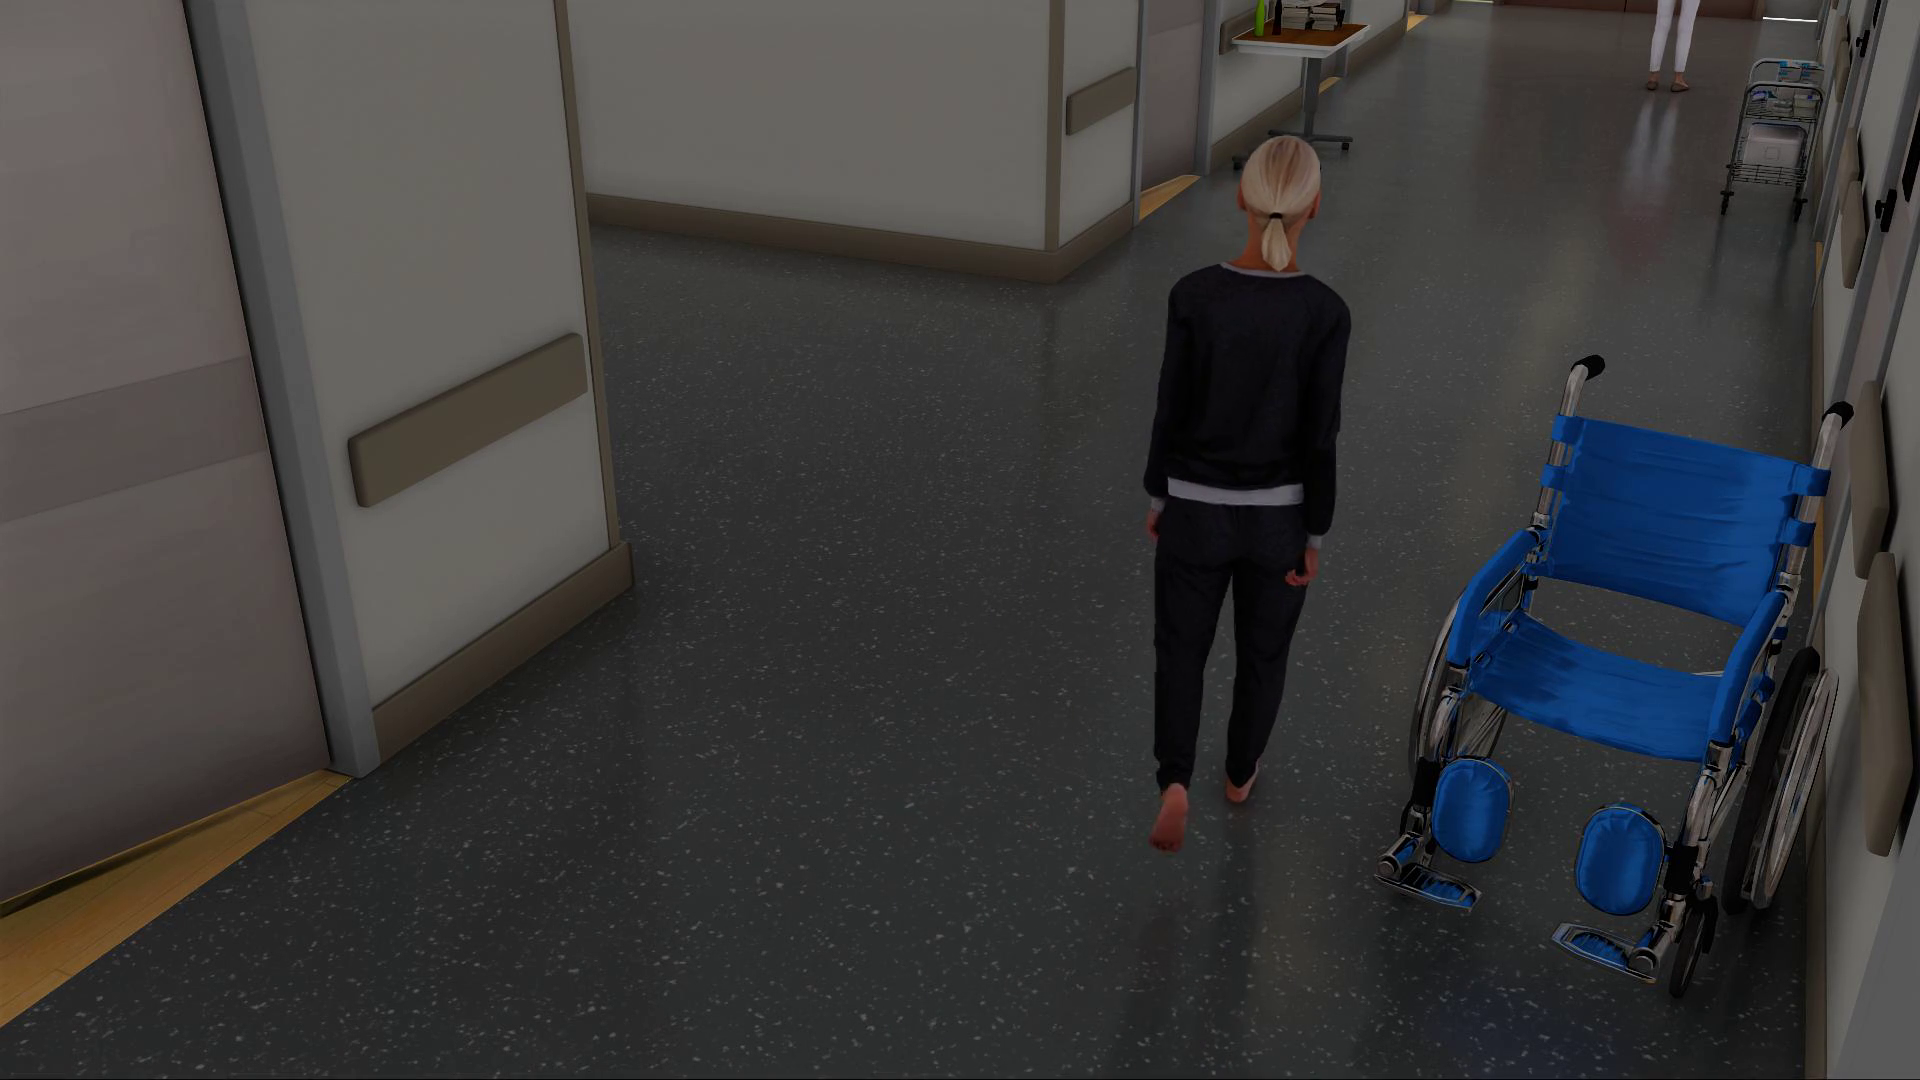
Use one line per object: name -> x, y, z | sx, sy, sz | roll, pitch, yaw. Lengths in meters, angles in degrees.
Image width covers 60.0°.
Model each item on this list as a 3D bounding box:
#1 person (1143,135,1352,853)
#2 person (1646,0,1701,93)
person -> 0.627, -0.043, 3.823 | 0.714, 1.708, 0.951 | 6, 26, 12
person -> 5.507, -4.296, 12.660 | 0.566, 1.693, 0.577 | 15, 30, 28
